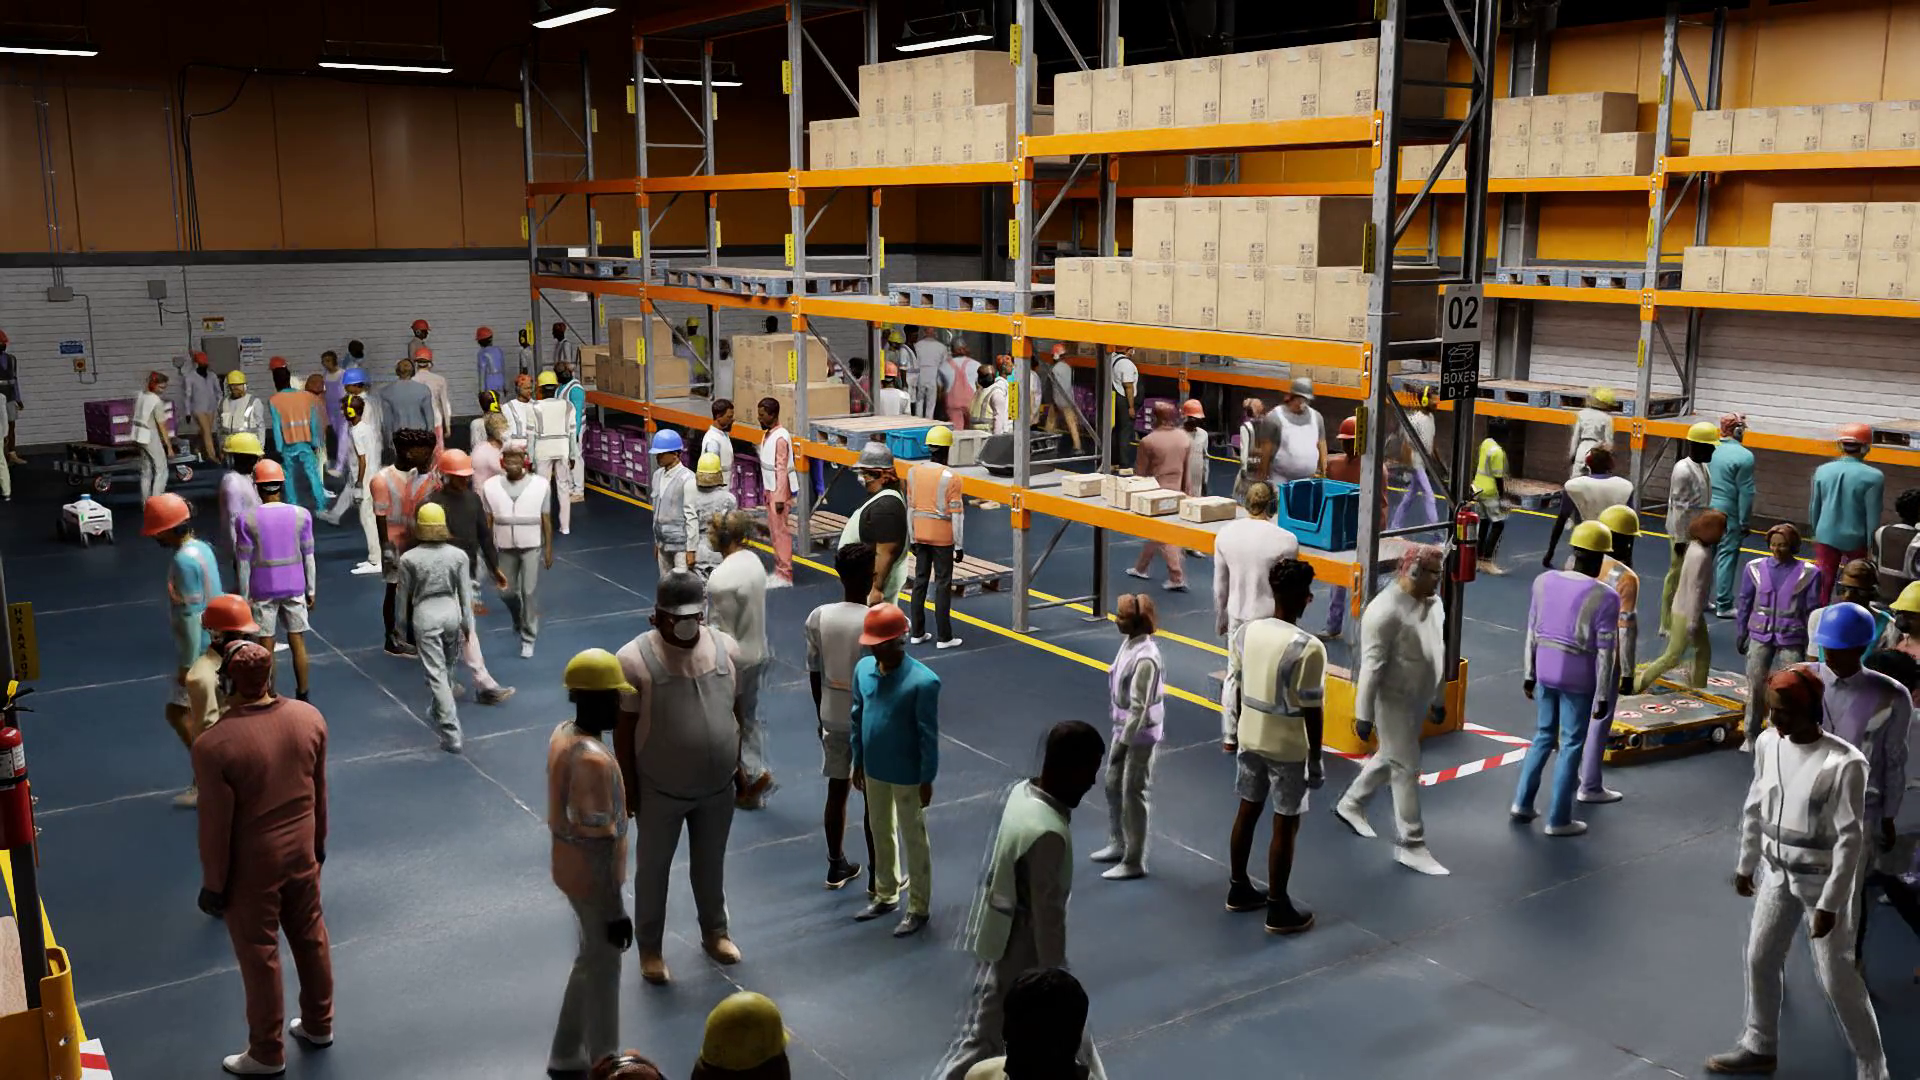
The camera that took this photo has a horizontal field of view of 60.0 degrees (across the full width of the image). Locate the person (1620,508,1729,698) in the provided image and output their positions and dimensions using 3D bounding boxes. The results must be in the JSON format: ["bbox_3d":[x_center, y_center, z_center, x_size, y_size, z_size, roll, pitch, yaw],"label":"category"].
[{"bbox_3d":[5.303,0.537,12.205,0.740,1.597,0.520,5,12,25],"label":"person"}]

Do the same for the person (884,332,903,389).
[{"bbox_3d":[-1.113,-2.636,28.090,0.341,1.753,0.534,5,12,22],"label":"person"}]

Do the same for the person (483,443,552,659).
[{"bbox_3d":[-3.735,0.060,14.121,0.568,1.821,0.651,-1,11,-5],"label":"person"}]

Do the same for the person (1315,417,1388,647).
[{"bbox_3d":[3.372,-0.073,14.343,0.622,1.993,0.382,11,15,44],"label":"person"}]

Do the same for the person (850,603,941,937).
[{"bbox_3d":[-0.362,1.173,8.627,0.573,1.739,0.355,9,14,39],"label":"person"}]

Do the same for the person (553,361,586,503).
[{"bbox_3d":[-5.086,-1.409,21.620,0.429,1.831,0.631,-8,13,-34],"label":"person"}]

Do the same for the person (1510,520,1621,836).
[{"bbox_3d":[3.668,0.830,10.000,0.450,1.922,0.594,-7,13,-33],"label":"person"}]

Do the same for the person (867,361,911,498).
[{"bbox_3d":[-0.876,-1.216,20.340,0.552,1.935,0.373,-2,11,-12],"label":"person"}]

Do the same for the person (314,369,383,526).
[{"bbox_3d":[-7.151,-1.065,19.638,0.979,1.896,0.617,-5,12,-26],"label":"person"}]

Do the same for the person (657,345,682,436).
[{"bbox_3d":[-4.908,-2.648,27.945,0.504,1.836,0.345,1,11,4],"label":"person"}]

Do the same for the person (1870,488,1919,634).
[{"bbox_3d":[7.024,0.452,12.440,0.320,1.692,0.538,-4,12,-18],"label":"person"}]

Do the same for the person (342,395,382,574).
[{"bbox_3d":[-6.208,-0.580,17.272,0.313,1.865,0.528,-2,11,-8],"label":"person"}]

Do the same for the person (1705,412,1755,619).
[{"bbox_3d":[7.080,-0.235,15.397,0.399,1.909,0.642,-4,12,-21],"label":"person"}]

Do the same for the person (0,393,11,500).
[{"bbox_3d":[-12.602,-1.354,21.519,0.337,1.748,0.575,6,12,26],"label":"person"}]

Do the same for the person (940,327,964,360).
[{"bbox_3d":[-0.135,-3.569,32.354,0.602,1.949,0.390,-10,15,-42],"label":"person"}]

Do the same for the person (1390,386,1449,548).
[{"bbox_3d":[5.207,-0.792,18.469,0.963,1.828,0.538,6,13,30],"label":"person"}]

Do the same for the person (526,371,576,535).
[{"bbox_3d":[-4.737,-0.996,19.288,0.590,1.913,0.399,-7,13,-32],"label":"person"}]

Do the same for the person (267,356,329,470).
[{"bbox_3d":[-9.581,-1.807,24.014,0.825,1.697,0.583,2,11,12],"label":"person"}]

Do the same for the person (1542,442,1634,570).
[{"bbox_3d":[5.229,0.115,13.793,0.691,1.832,0.410,1,11,3],"label":"person"}]

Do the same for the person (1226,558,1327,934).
[{"bbox_3d":[1.662,1.054,8.684,0.392,1.955,0.606,-7,13,-32],"label":"person"}]

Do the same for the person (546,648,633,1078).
[{"bbox_3d":[-1.543,1.420,6.983,0.422,1.904,0.711,-5,12,-22],"label":"person"}]

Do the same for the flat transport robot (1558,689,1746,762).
[{"bbox_3d":[4.882,1.295,11.767,1.431,0.197,0.652,-5,12,-25],"label":"flat transport robot"}]

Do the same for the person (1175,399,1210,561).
[{"bbox_3d":[2.464,-0.645,17.907,0.565,1.745,0.348,-7,13,-32],"label":"person"}]

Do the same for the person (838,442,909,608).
[{"bbox_3d":[-0.653,0.273,12.456,0.537,2.000,0.679,0,11,-1],"label":"person"}]

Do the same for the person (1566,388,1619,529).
[{"bbox_3d":[7.428,-0.933,19.510,0.352,1.701,0.627,-8,13,-34],"label":"person"}]

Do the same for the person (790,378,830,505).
[{"bbox_3d":[-1.951,-1.450,21.271,0.684,2.000,0.538,-4,12,-17],"label":"person"}]

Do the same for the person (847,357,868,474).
[{"bbox_3d":[-1.487,-1.785,23.884,0.420,1.678,0.558,-6,12,-27],"label":"person"}]

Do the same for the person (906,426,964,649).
[{"bbox_3d":[-0.200,-0.027,14.319,0.585,1.918,0.410,8,14,36],"label":"person"}]

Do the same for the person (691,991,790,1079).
[{"bbox_3d":[-0.558,2.010,4.353,0.493,1.740,0.325,6,12,26],"label":"person"}]

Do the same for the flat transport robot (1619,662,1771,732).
[{"bbox_3d":[5.643,1.140,12.558,0.652,0.197,1.431,-5,12,-25],"label":"flat transport robot"}]

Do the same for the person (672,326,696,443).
[{"bbox_3d":[-4.558,-2.516,27.059,0.500,1.915,0.623,0,11,0],"label":"person"}]

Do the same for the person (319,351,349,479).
[{"bbox_3d":[-8.824,-1.775,23.573,0.537,1.791,0.952,2,11,11],"label":"person"}]

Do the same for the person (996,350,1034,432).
[{"bbox_3d":[0.776,-1.789,23.505,0.564,1.846,0.390,5,12,22],"label":"person"}]

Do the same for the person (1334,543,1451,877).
[{"bbox_3d":[2.529,0.918,9.622,0.676,1.869,0.896,-9,14,-40],"label":"person"}]

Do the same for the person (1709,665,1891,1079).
[{"bbox_3d":[3.584,1.437,6.940,0.530,1.870,0.774,-3,12,-17],"label":"person"}]

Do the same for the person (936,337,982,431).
[{"bbox_3d":[0.000,-1.969,23.931,0.689,2.000,1.103,0,11,0],"label":"person"}]

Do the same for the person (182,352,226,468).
[{"bbox_3d":[-11.203,-1.935,24.635,0.871,1.709,0.560,5,12,25],"label":"person"}]

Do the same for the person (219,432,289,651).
[{"bbox_3d":[-6.132,0.033,14.039,0.660,1.902,0.600,-4,12,-21],"label":"person"}]

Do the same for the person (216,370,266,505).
[{"bbox_3d":[-8.788,-1.158,20.313,0.600,1.832,0.404,1,11,4],"label":"person"}]

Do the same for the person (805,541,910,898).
[{"bbox_3d":[-0.548,0.973,9.060,0.605,1.966,0.367,7,13,30],"label":"person"}]

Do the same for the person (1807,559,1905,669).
[{"bbox_3d":[4.930,1.000,9.261,0.342,1.839,0.503,-9,14,-39],"label":"person"}]

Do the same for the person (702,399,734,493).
[{"bbox_3d":[-2.403,-0.456,16.536,0.399,1.906,0.603,0,11,0],"label":"person"}]

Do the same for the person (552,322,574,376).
[{"bbox_3d":[-6.826,-2.803,28.619,0.353,1.881,0.578,-6,13,-29],"label":"person"}]

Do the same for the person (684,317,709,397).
[{"bbox_3d":[-4.687,-2.970,29.342,0.369,1.927,0.589,9,14,38],"label":"person"}]

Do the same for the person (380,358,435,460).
[{"bbox_3d":[-6.866,-1.297,20.753,0.630,1.940,0.373,-1,11,-7],"label":"person"}]

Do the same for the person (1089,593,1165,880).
[{"bbox_3d":[0.950,1.098,9.284,0.376,1.634,0.534,-1,11,-7],"label":"person"}]

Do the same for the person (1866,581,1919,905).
[{"bbox_3d":[5.102,1.086,8.991,0.301,1.772,0.525,-1,11,-3],"label":"person"}]
